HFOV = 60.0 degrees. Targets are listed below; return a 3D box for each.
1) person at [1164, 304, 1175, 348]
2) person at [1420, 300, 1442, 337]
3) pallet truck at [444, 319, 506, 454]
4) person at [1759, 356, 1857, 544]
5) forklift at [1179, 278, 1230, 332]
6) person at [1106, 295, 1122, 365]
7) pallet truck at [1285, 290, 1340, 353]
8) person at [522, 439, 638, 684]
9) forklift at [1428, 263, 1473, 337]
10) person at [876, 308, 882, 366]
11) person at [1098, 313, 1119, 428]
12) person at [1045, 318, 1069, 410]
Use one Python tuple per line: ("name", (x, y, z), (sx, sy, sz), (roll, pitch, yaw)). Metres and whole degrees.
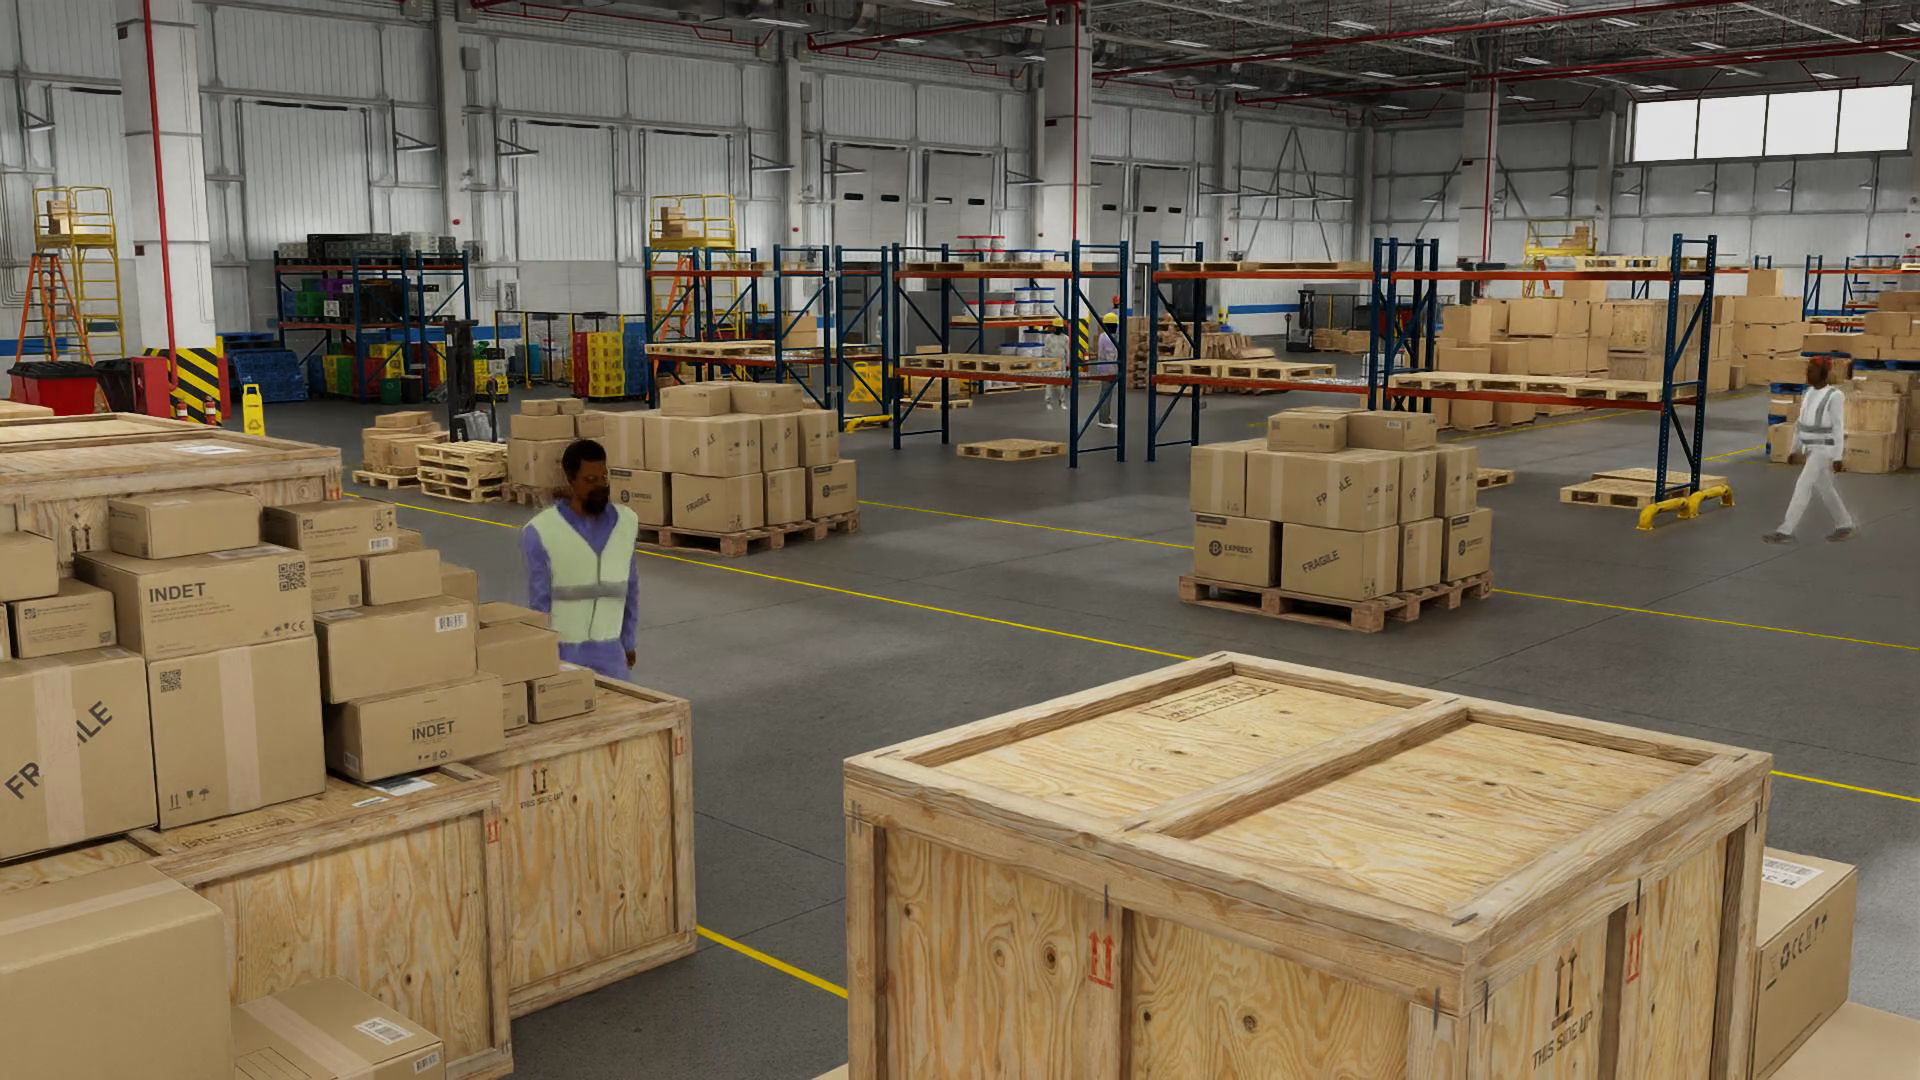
("person", (5.886, -5.780, 46.633), (0.388, 1.686, 0.542), (-2, 9, -13))
("person", (14.380, -6.557, 50.789), (0.645, 1.896, 1.005), (4, 10, 22))
("pallet truck", (-6.981, -1.942, 22.150), (1.885, 1.965, 0.823), (1, 9, 9))
("person", (8.309, -0.869, 16.085), (0.997, 1.838, 0.597), (0, 9, -1))
("forklift", (6.575, -6.393, 46.741), (1.873, 2.768, 1.129), (9, 13, 43))
("person", (4.276, -5.743, 45.671), (0.543, 1.928, 0.374), (0, 9, 0))
("pallet truck", (11.297, -6.951, 52.861), (1.885, 1.965, 0.823), (-5, 11, -29))
("person", (-1.727, 0.477, 7.630), (0.598, 1.906, 0.460), (-9, 13, -42))
("forklift", (14.120, -6.374, 46.625), (1.873, 2.768, 1.129), (3, 10, 15))
("person", (-2.086, -5.363, 44.256), (0.313, 1.634, 0.515), (0, 9, 2))
("person", (2.495, -2.835, 27.842), (0.366, 1.926, 0.592), (-1, 9, -6))
("person", (1.839, -3.323, 31.438), (0.487, 1.738, 0.328), (-2, 9, -12))
